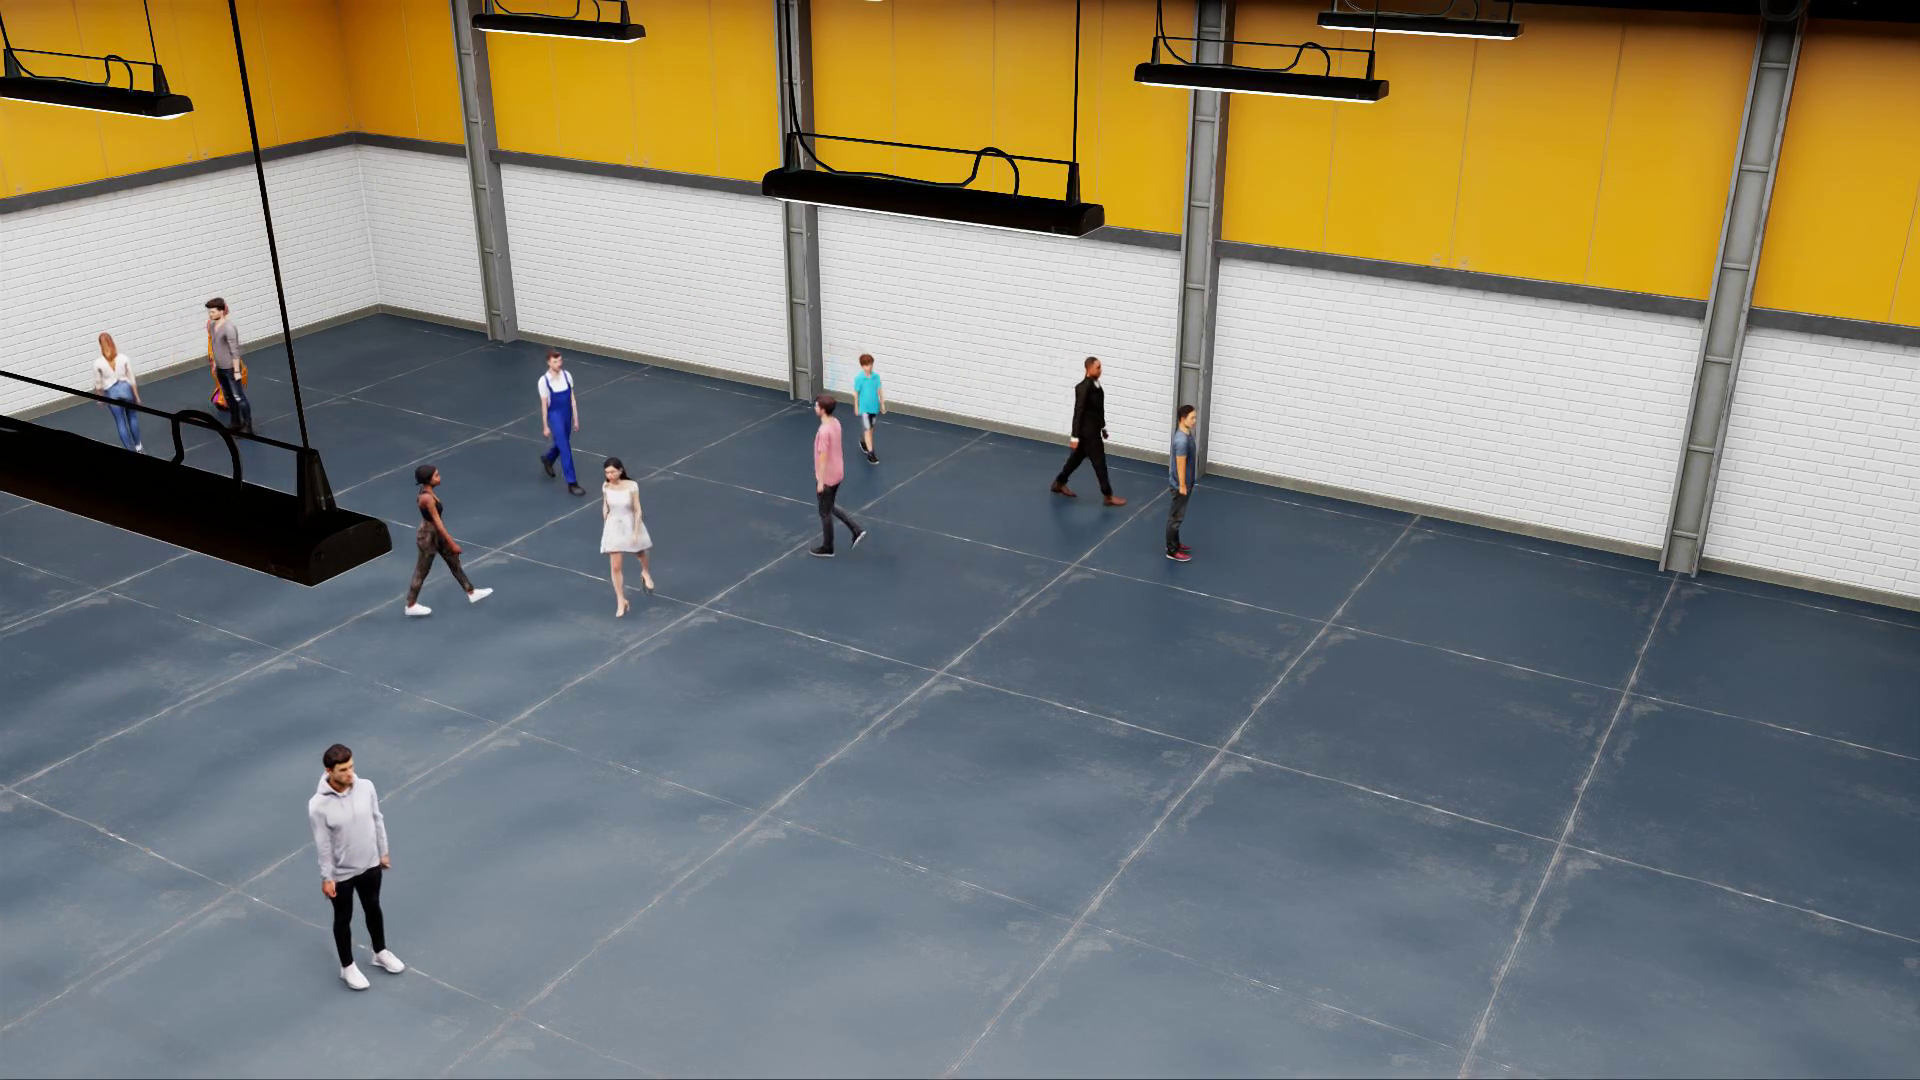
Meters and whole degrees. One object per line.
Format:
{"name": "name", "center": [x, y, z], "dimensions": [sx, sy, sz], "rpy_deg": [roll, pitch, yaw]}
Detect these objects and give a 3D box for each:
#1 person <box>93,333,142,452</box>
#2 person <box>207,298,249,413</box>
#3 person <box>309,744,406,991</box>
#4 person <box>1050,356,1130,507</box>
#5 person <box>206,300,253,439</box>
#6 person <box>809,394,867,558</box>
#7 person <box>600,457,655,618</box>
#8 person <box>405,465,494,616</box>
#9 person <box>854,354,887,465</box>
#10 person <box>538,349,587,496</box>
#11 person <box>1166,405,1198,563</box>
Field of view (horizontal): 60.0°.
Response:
{"name": "person", "center": [-10.946, -1.844, 21.677], "dimensions": [0.847, 1.709, 0.971], "rpy_deg": [-15, 28, -30]}
{"name": "person", "center": [-10.444, -2.600, 23.470], "dimensions": [0.859, 1.659, 0.844], "rpy_deg": [-19, 30, -37]}
{"name": "person", "center": [-4.380, 2.304, 11.914], "dimensions": [0.675, 1.929, 0.737], "rpy_deg": [18, 30, 36]}
{"name": "person", "center": [1.479, -1.321, 20.296], "dimensions": [1.306, 1.857, 0.831], "rpy_deg": [10, 25, 21]}
{"name": "person", "center": [-9.918, -2.346, 22.585], "dimensions": [0.538, 1.902, 0.752], "rpy_deg": [17, 29, 33]}
{"name": "person", "center": [-1.391, -0.705, 18.774], "dimensions": [0.986, 1.948, 0.813], "rpy_deg": [5, 24, 10]}
{"name": "person", "center": [-3.511, -0.082, 17.642], "dimensions": [1.131, 1.713, 1.017], "rpy_deg": [-1, 24, -2]}
{"name": "person", "center": [-5.624, 0.040, 17.441], "dimensions": [1.148, 1.651, 1.109], "rpy_deg": [-7, 24, -15]}
{"name": "person", "center": [-1.223, -1.766, 21.856], "dimensions": [0.852, 1.423, 1.021], "rpy_deg": [-12, 26, -26]}
{"name": "person", "center": [-5.043, -1.504, 20.763], "dimensions": [1.291, 1.820, 0.838], "rpy_deg": [21, 31, 39]}
{"name": "person", "center": [2.499, -0.672, 18.874], "dimensions": [0.661, 1.807, 0.717], "rpy_deg": [5, 24, 11]}
